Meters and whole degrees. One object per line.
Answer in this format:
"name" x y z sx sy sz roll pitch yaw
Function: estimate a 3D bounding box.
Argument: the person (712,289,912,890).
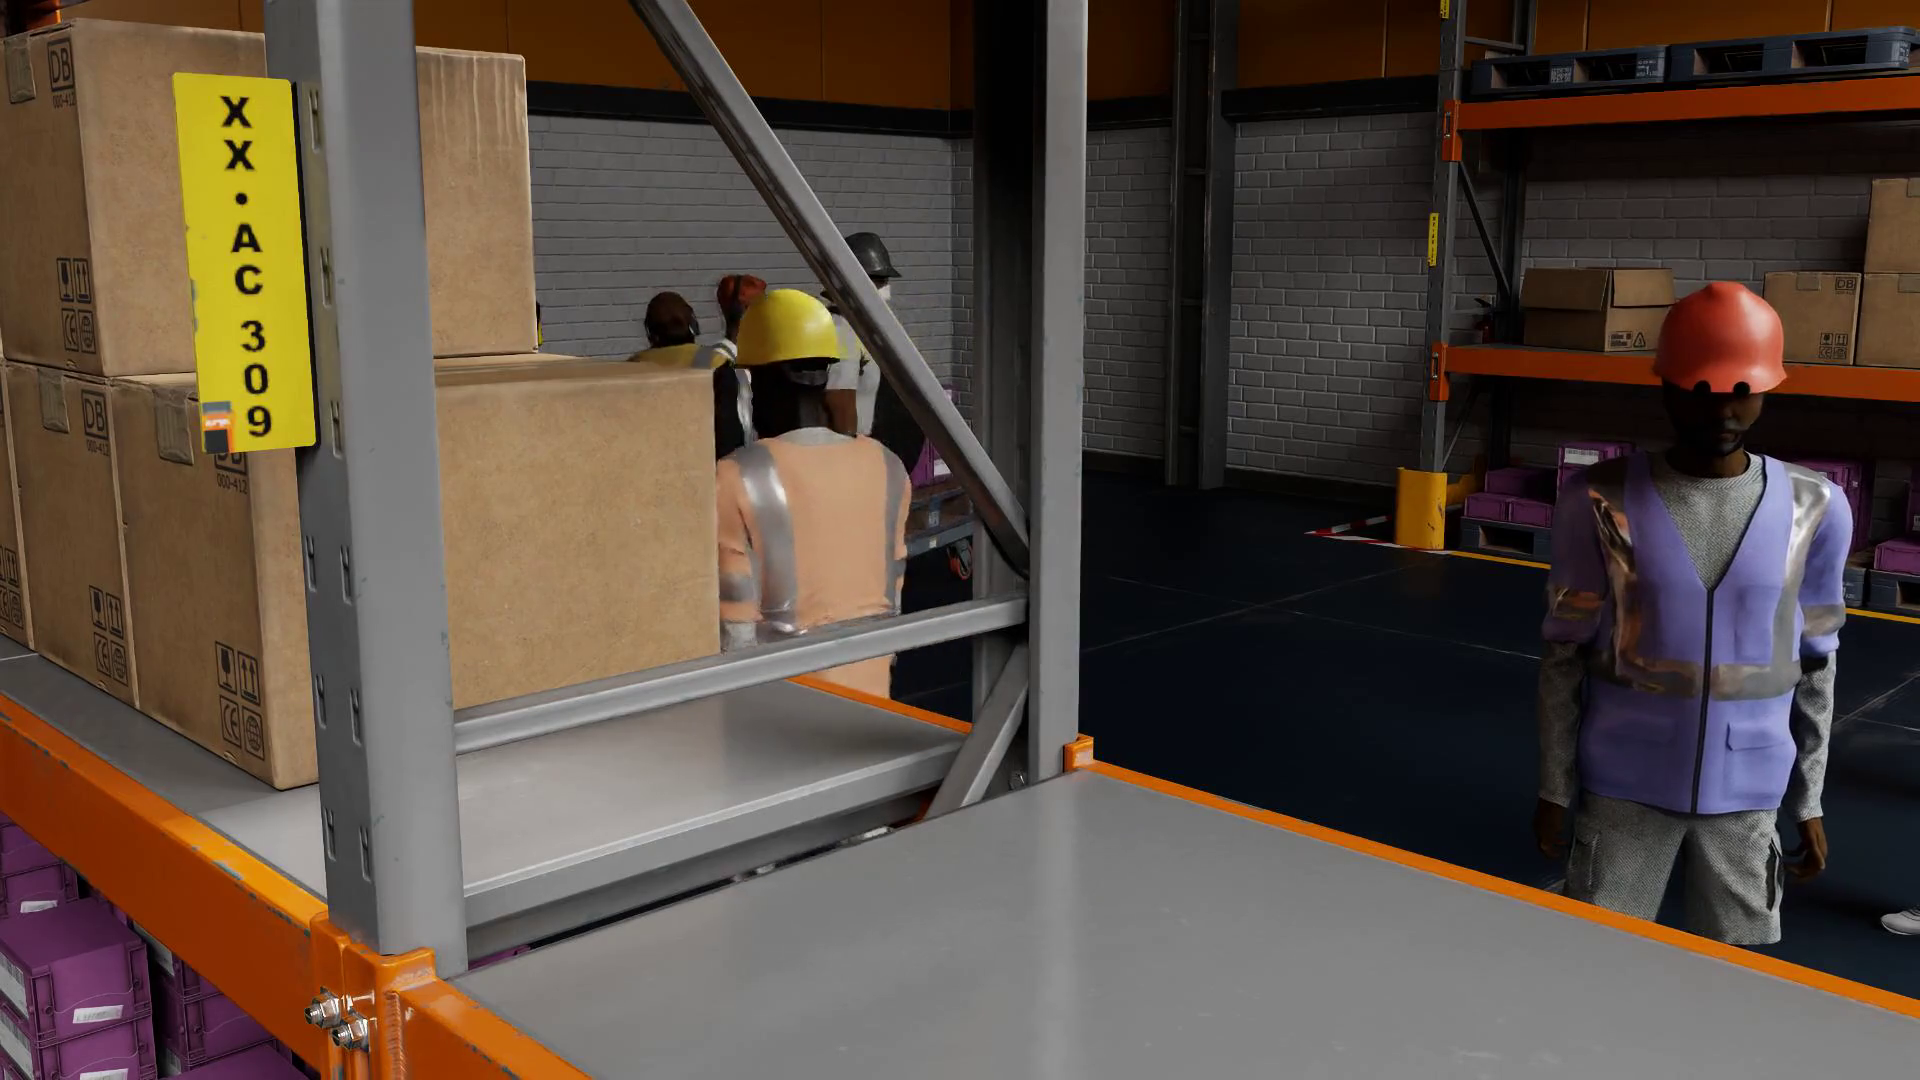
"person" -0.410 0.376 3.882 0.612 1.890 0.871 -9 14 -41

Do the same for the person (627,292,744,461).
"person" -1.140 -0.153 7.099 0.693 1.779 0.921 3 11 18

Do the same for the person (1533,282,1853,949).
"person" 1.417 0.471 3.261 0.552 1.933 0.372 2 11 13

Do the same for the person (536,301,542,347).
"person" -1.475 0.070 5.646 0.328 1.865 0.521 4 11 19

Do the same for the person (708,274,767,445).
"person" -1.017 -0.246 7.421 0.644 1.880 0.589 2 11 9

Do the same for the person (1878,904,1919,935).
"person" 2.926 0.242 4.549 0.392 1.922 0.589 -2 11 -11

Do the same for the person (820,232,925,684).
"person" -0.424 -0.368 7.548 0.535 2.000 0.688 1 10 3
